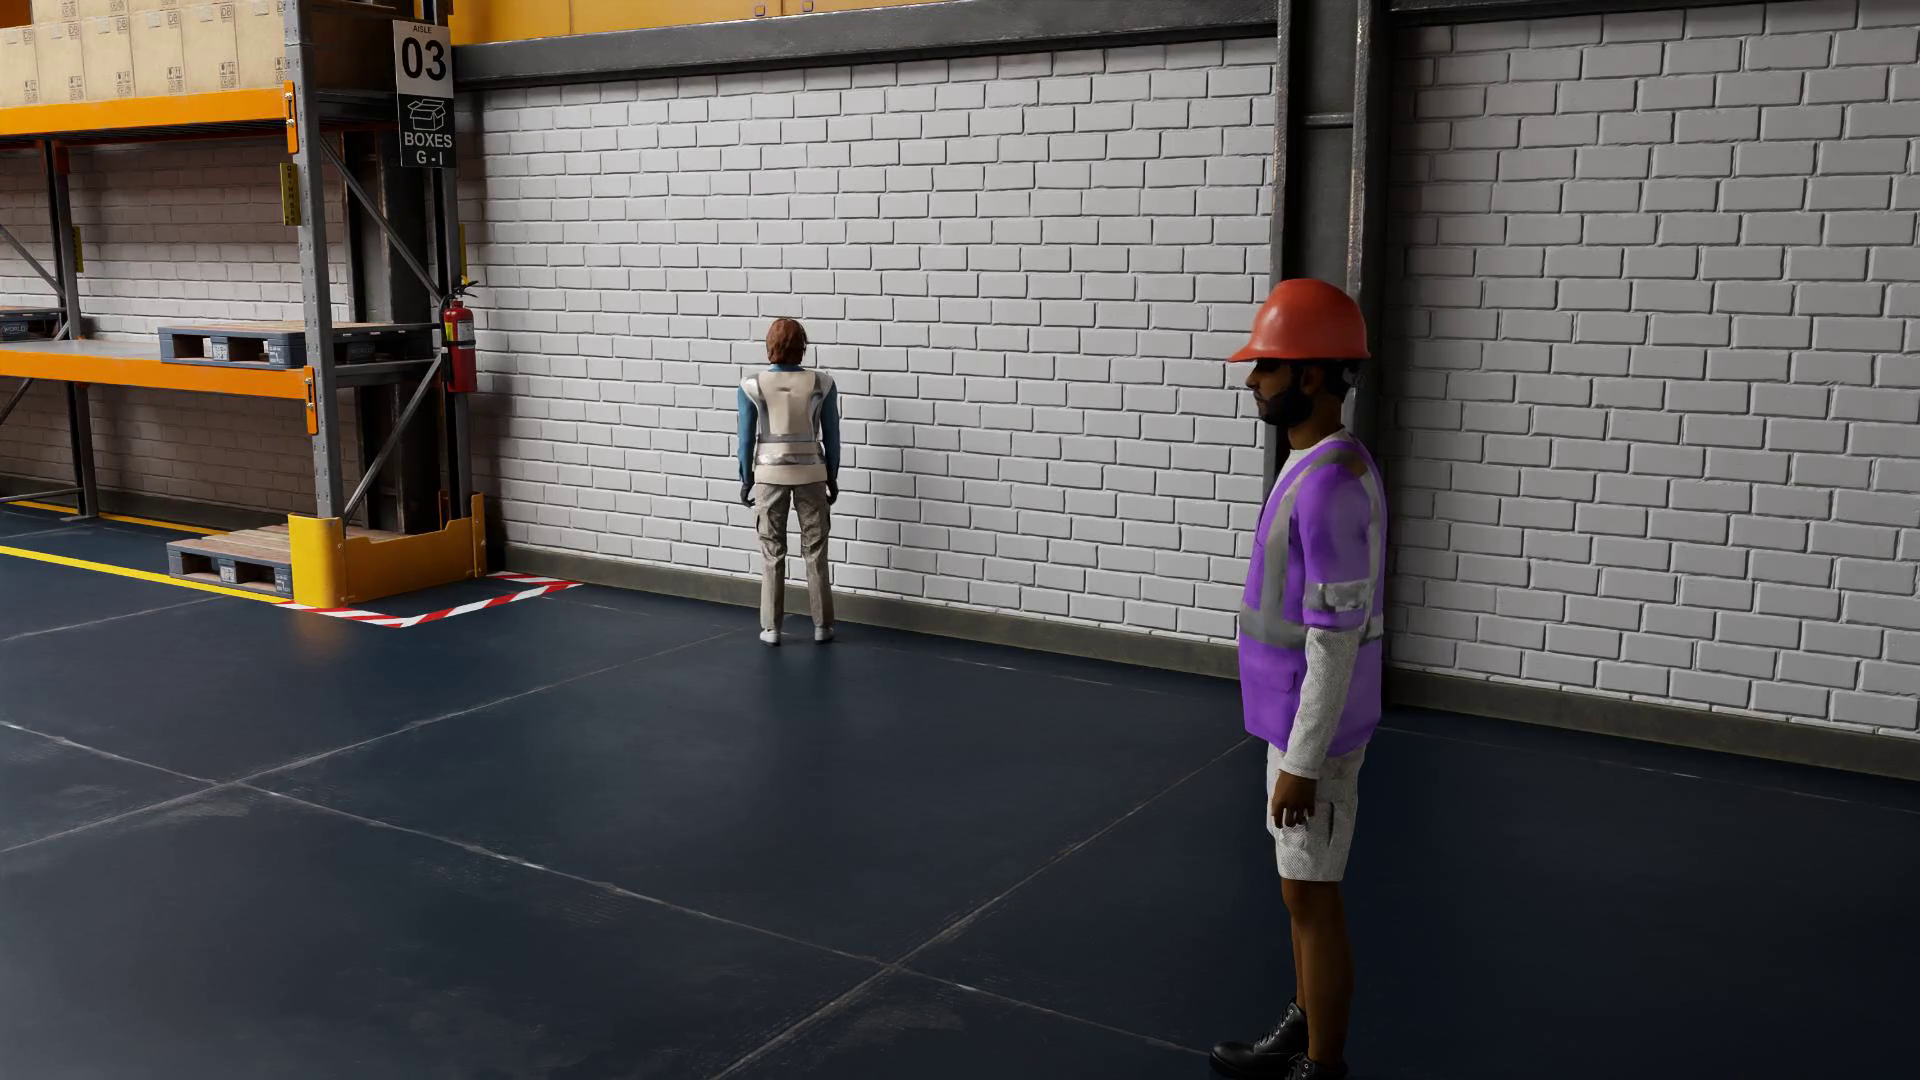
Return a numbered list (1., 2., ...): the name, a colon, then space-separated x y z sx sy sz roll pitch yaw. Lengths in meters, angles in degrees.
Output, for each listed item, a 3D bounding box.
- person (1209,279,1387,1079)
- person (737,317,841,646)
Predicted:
1. person: 0.756 0.394 3.735 0.360 1.938 0.545 1 10 7
2. person: -0.849 -0.282 8.299 0.515 1.641 0.314 -1 10 -7
